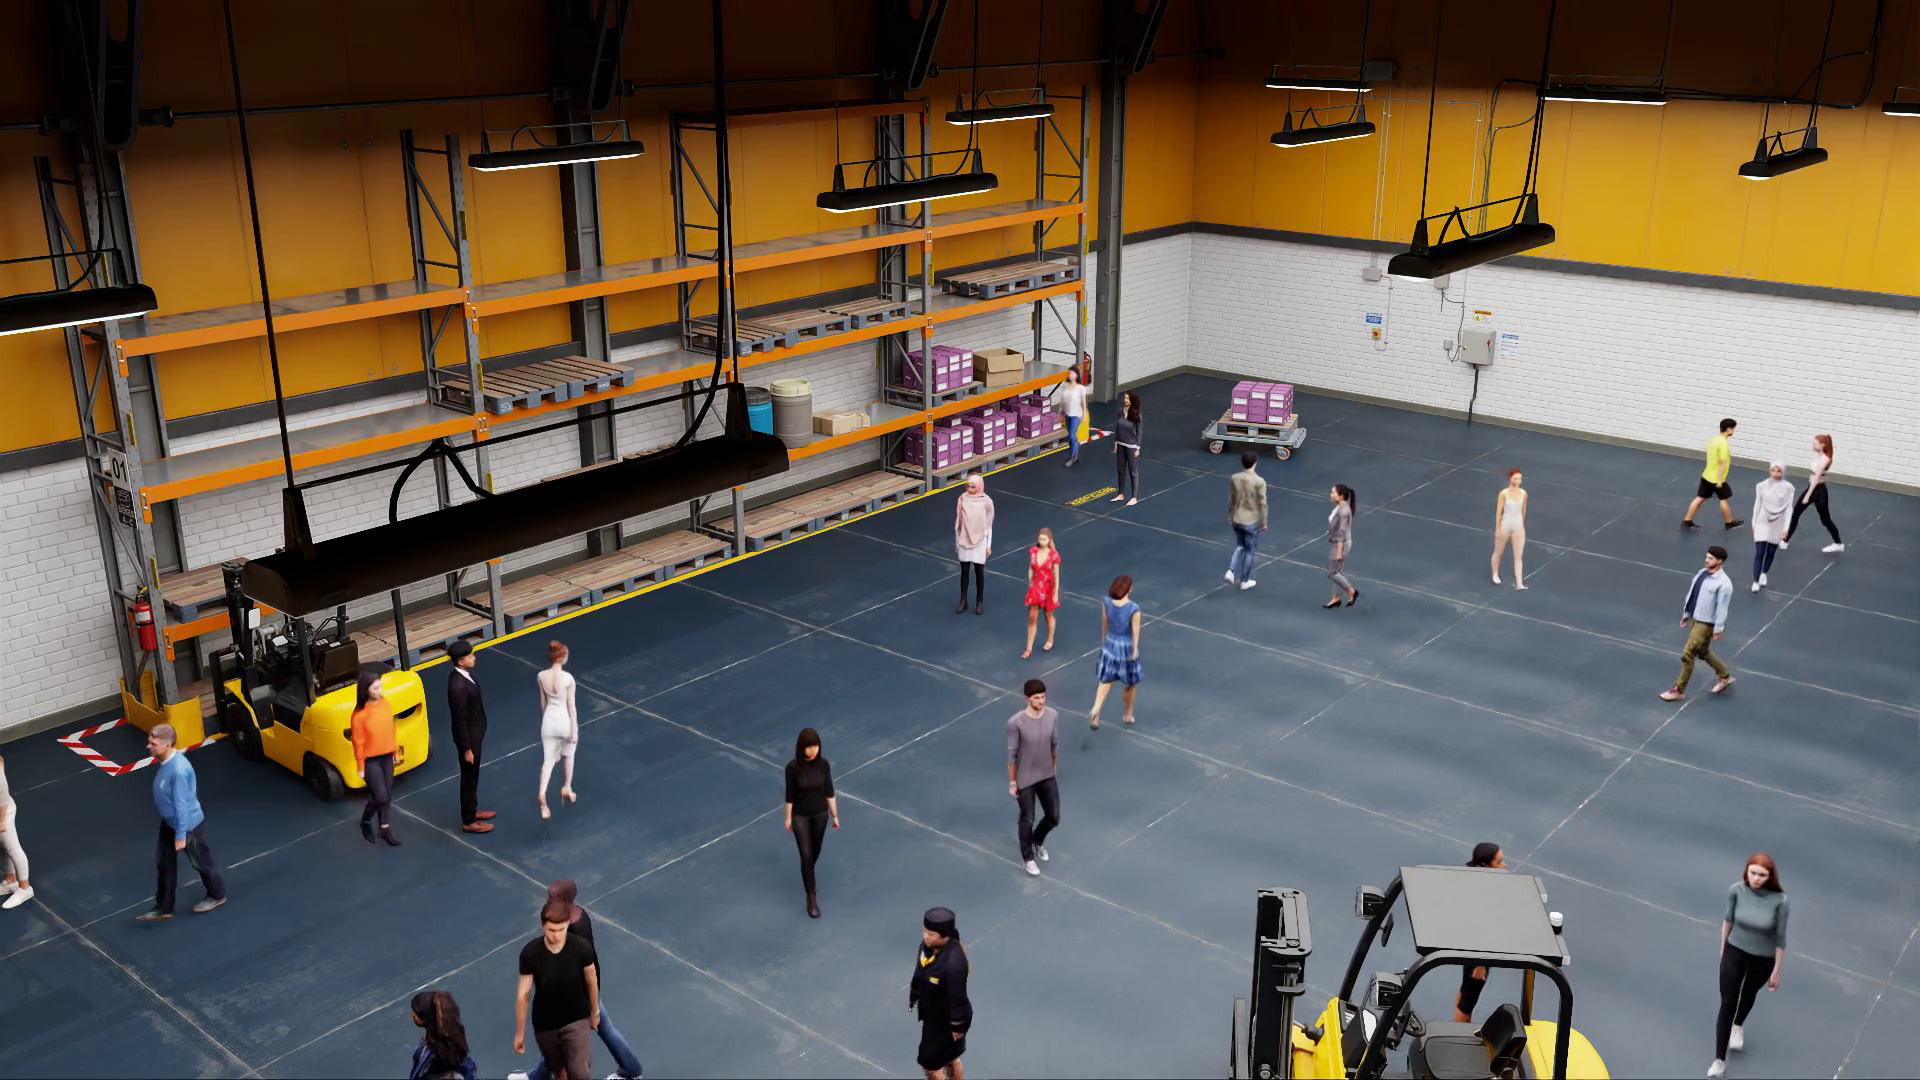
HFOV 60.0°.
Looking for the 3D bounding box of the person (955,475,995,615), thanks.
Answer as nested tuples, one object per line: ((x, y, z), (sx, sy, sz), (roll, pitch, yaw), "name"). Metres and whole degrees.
((0.164, 0.044, 20.930), (0.728, 1.803, 0.741), (4, 19, 12), "person")

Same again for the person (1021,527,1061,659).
((1.027, 0.592, 19.677), (0.717, 1.564, 0.968), (9, 21, 25), "person")

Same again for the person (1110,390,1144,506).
((2.563, -1.423, 25.343), (0.606, 1.767, 0.502), (15, 24, 38), "person")

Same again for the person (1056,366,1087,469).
((1.907, -2.027, 27.293), (0.786, 1.665, 0.644), (-17, 25, -41), "person")

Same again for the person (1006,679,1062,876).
((0.620, 2.073, 14.848), (0.768, 1.839, 0.868), (-8, 20, -22), "person")

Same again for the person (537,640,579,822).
((-3.832, 1.835, 15.669), (0.841, 1.765, 1.101), (5, 19, 15), "person")

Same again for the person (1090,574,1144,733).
((1.632, 1.229, 17.441), (0.751, 1.784, 1.062), (11, 22, 31), "person")

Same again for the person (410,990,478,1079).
((-3.204, 3.620, 10.663), (1.076, 1.578, 1.040), (-1, 19, -3), "person")

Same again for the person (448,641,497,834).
((-4.611, 1.817, 15.542), (0.787, 1.881, 0.773), (-4, 19, -12), "person")

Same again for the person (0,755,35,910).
((-8.275, 2.321, 14.310), (0.593, 1.713, 0.535), (15, 24, 38), "person")

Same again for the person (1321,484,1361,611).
((4.867, 0.112, 20.940), (0.832, 1.666, 0.773), (5, 19, 15), "person")

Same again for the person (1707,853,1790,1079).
((5.789, 3.052, 12.166), (0.700, 1.695, 1.142), (11, 22, 29), "person")

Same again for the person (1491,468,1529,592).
((7.184, -0.164, 21.846), (0.949, 1.612, 1.037), (-1, 19, -3), "person")

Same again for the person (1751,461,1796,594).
((10.593, -0.178, 21.702), (0.806, 1.730, 1.169), (9, 20, 24), "person")

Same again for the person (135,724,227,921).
((-6.514, 2.349, 14.112), (0.730, 1.787, 0.961), (17, 25, 41), "person")

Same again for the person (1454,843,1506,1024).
((3.787, 3.011, 12.206), (0.732, 1.747, 0.583), (7, 20, 20), "person")

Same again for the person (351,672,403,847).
((-5.408, 2.010, 15.200), (0.774, 1.735, 0.701), (8, 20, 22), "person")

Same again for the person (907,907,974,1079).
((-0.039, 3.286, 11.527), (0.845, 1.659, 0.829), (-7, 20, -19), "person")

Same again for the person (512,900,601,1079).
((-2.714, 3.231, 11.410), (0.974, 1.838, 1.036), (-1, 19, -3), "person")

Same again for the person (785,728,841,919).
((-1.311, 2.352, 14.368), (0.962, 1.617, 0.919), (-7, 20, -21), "person")

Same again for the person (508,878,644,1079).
((-2.590, 3.181, 11.786), (1.242, 1.693, 1.035), (-6, 19, -16), "person")

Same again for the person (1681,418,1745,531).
((10.797, -0.903, 23.979), (1.177, 1.652, 1.111), (-1, 19, -4), "person")

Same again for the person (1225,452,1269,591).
((3.675, -0.220, 21.637), (0.745, 1.851, 0.722), (-18, 25, -42), "person")

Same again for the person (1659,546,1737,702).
((8.280, 0.923, 18.359), (1.196, 1.778, 1.146), (-1, 19, -4), "person")

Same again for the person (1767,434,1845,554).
((11.935, -0.589, 22.977), (1.029, 1.695, 1.226), (5, 19, 14), "person")
